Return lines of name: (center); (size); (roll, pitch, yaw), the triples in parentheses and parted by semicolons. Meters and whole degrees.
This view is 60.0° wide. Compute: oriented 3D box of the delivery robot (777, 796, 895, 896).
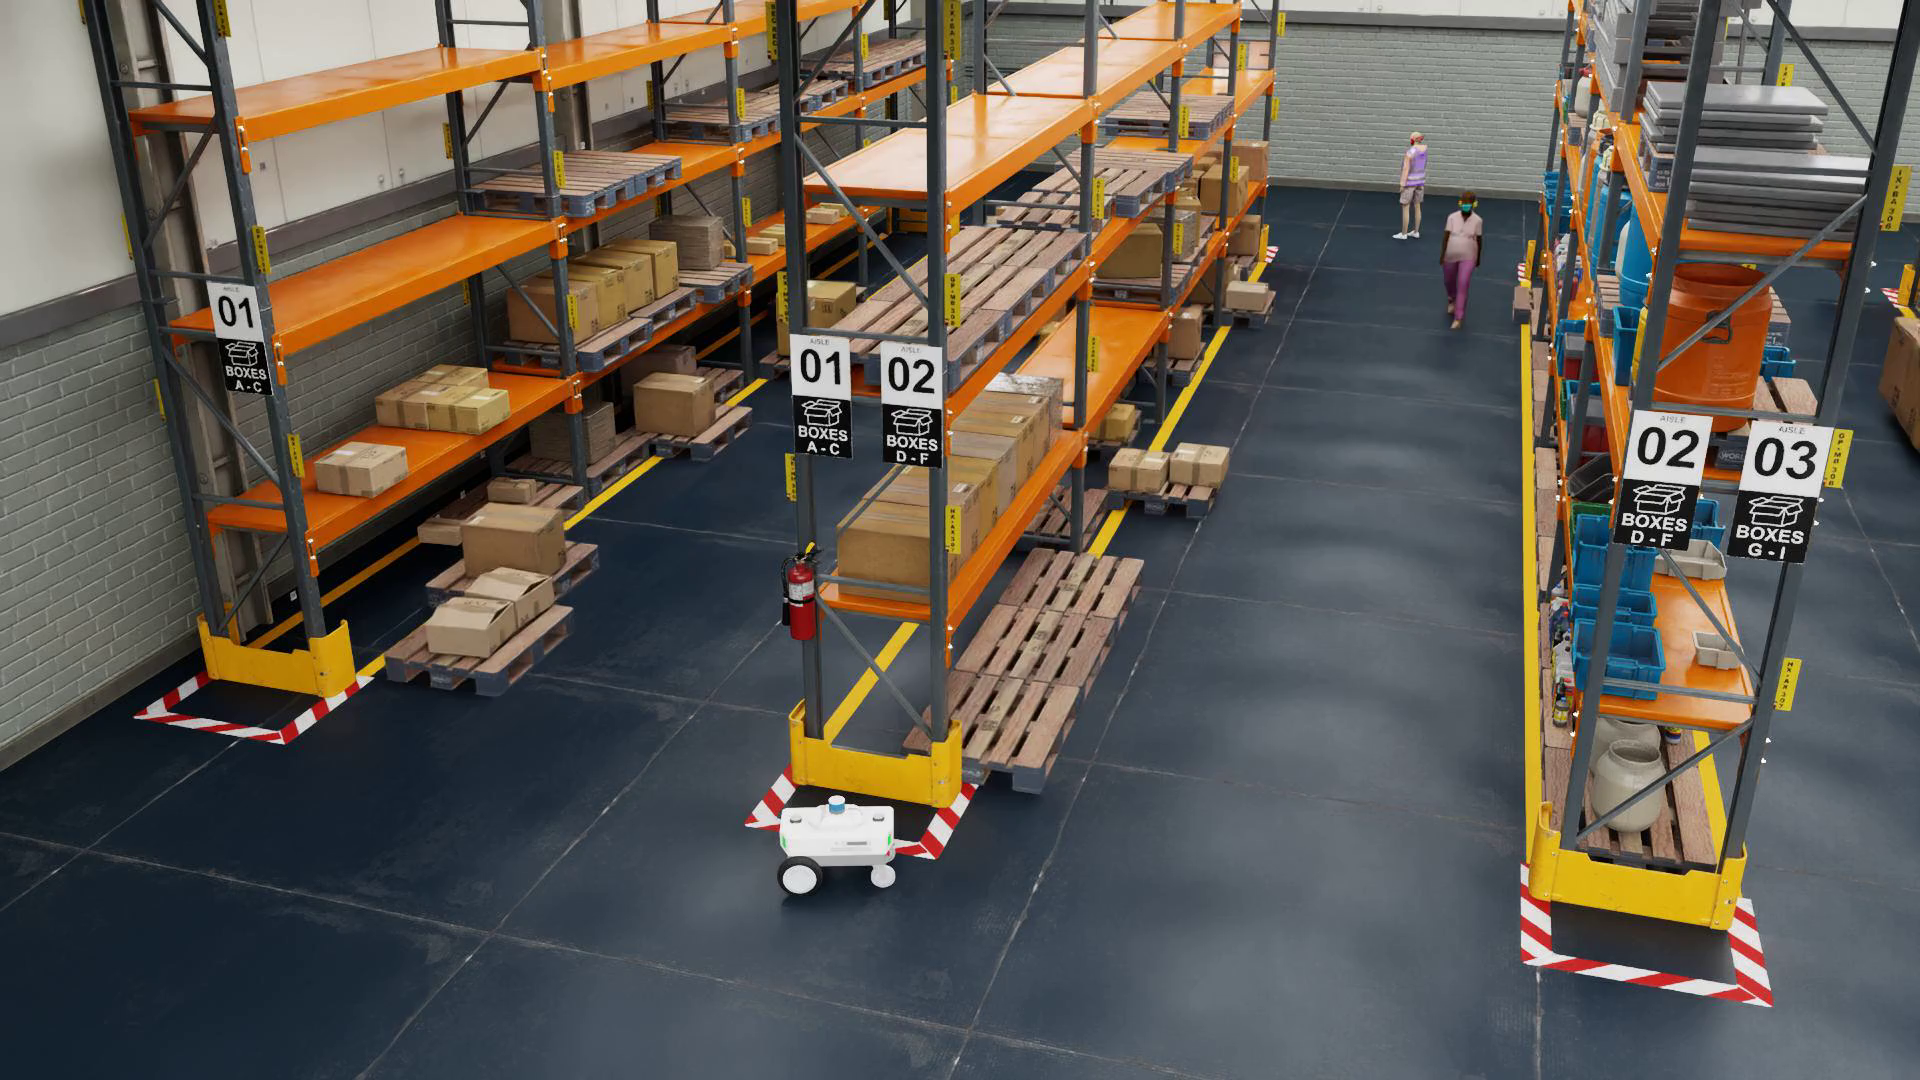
delivery robot: (-0.800, 1.895, 10.441); (0.791, 0.614, 0.499); (-1, 23, -2)

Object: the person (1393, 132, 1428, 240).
person: (7.183, -5.621, 26.418); (0.492, 1.688, 0.348); (-14, 27, -29)

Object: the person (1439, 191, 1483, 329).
person: (6.623, -3.758, 21.995); (0.498, 1.765, 0.889); (11, 26, 24)
